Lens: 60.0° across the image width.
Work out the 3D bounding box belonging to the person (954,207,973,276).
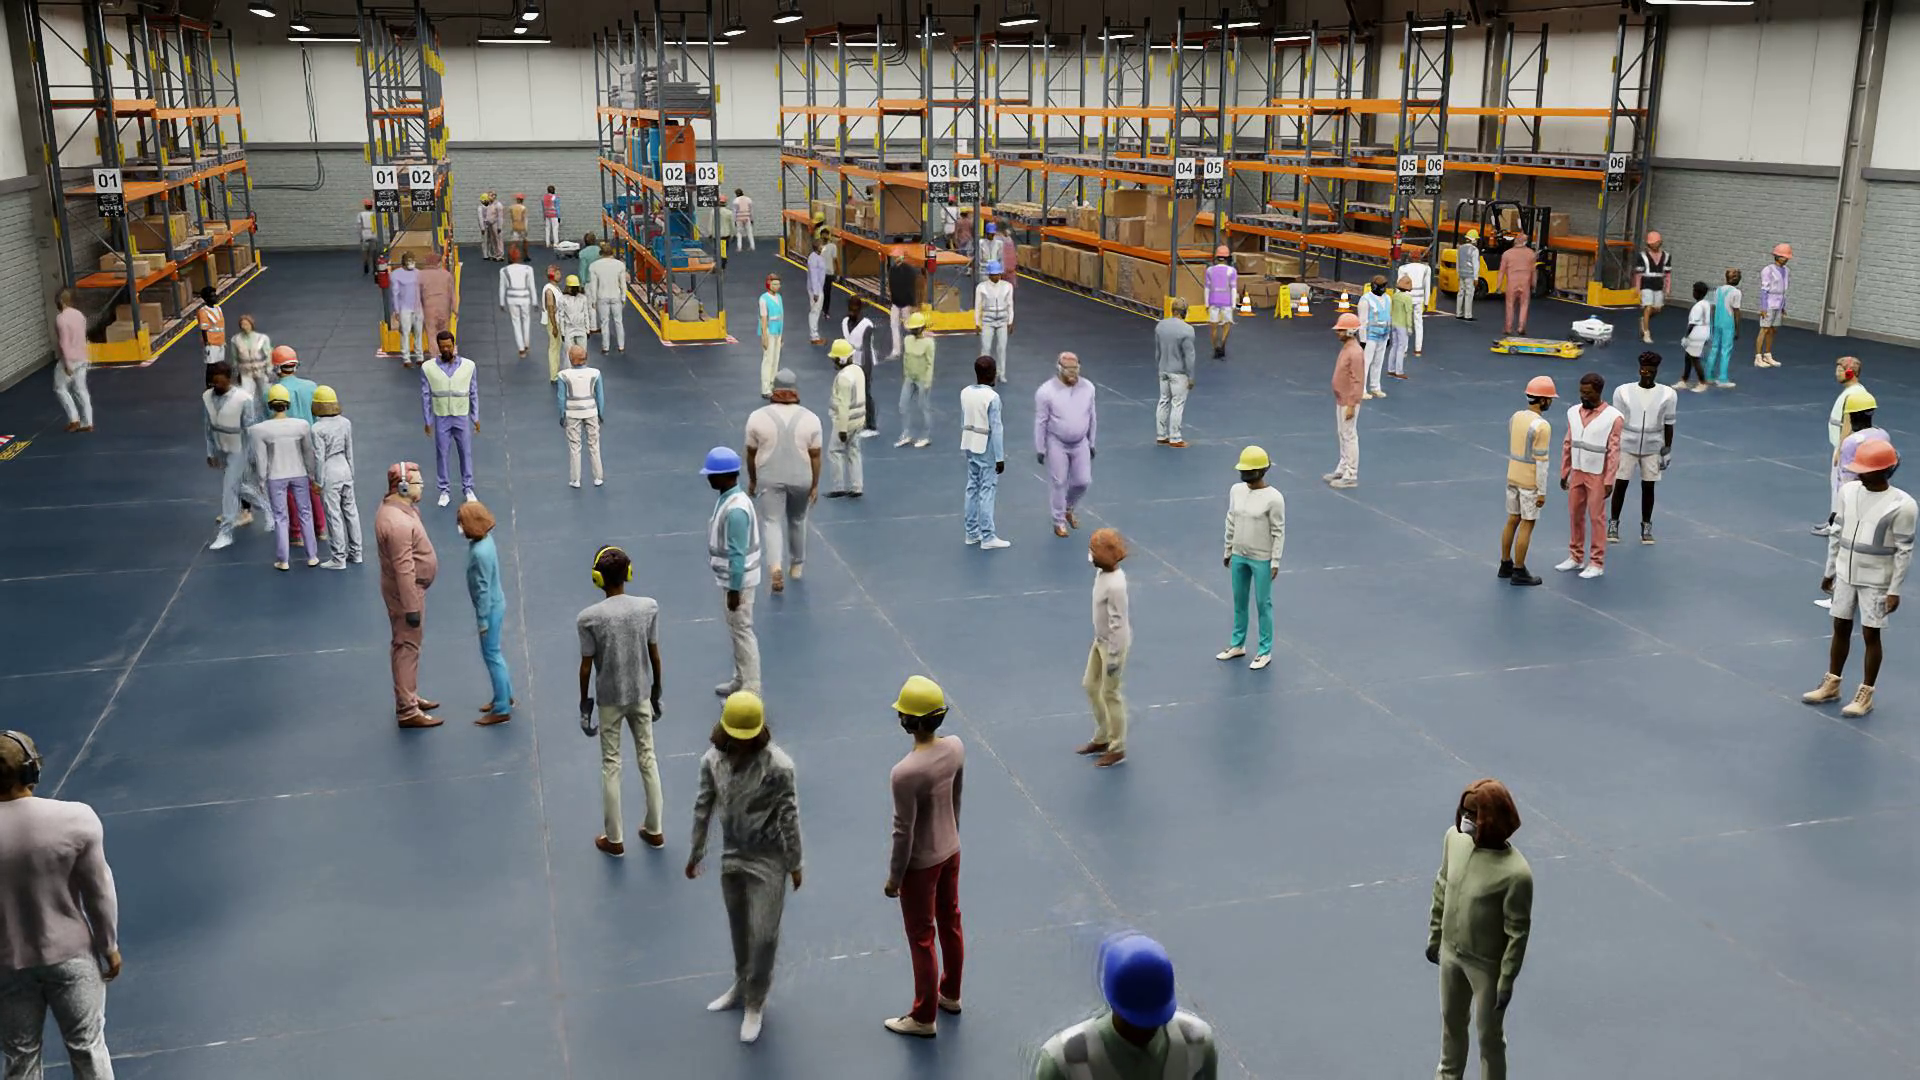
[{"bbox_3d":[0.118,-7.492,41.745,0.533,1.725,0.924,-3,15,-9],"label":"person"}]

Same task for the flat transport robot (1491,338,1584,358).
[{"bbox_3d":[10.070,-3.367,28.997,1.431,0.197,0.652,10,18,33],"label":"flat transport robot"}]

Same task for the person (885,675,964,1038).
[{"bbox_3d":[-0.173,1.489,7.861,0.313,1.769,0.523,10,18,32],"label":"person"}]

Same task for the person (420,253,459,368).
[{"bbox_3d":[-8.686,-3.800,27.611,0.705,1.871,0.666,-6,16,-21],"label":"person"}]

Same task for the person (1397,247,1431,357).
[{"bbox_3d":[7.804,-4.107,28.693,0.583,1.882,0.337,-1,15,-2],"label":"person"}]

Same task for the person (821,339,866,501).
[{"bbox_3d":[-1.296,-1.318,18.323,0.527,1.810,0.634,5,16,17],"label":"person"}]

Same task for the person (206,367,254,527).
[{"bbox_3d":[-7.607,-0.982,17.297,0.320,1.693,0.531,-14,21,-43],"label":"person"}]

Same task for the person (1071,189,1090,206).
[{"bbox_3d":[3.326,-8.787,46.220,0.587,1.927,0.364,8,17,27],"label":"person"}]

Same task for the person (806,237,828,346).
[{"bbox_3d":[-2.578,-4.491,30.032,0.377,1.940,0.629,1,15,2],"label":"person"}]

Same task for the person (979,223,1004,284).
[{"bbox_3d":[0.597,-5.397,33.452,0.597,1.939,0.415,-3,15,-10],"label":"person"}]

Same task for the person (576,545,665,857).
[{"bbox_3d":[-1.978,0.942,9.742,0.516,1.861,0.327,-8,17,-28],"label":"person"}]

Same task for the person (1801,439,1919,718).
[{"bbox_3d":[6.469,0.270,11.939,0.401,2.033,0.605,-7,16,-23],"label":"person"}]

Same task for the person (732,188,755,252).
[{"bbox_3d":[-6.313,-9.299,48.377,0.723,1.816,0.438,-10,18,-33],"label":"person"}]

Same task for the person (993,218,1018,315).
[{"bbox_3d":[0.911,-5.559,33.856,0.584,2.000,0.689,9,18,32],"label":"person"}]

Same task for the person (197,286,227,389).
[{"bbox_3d":[-10.955,-2.881,24.437,0.316,1.695,0.541,1,15,4],"label":"person"}]

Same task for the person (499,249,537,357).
[{"bbox_3d":[-7.679,-4.129,28.869,0.603,1.828,0.976,-5,16,-18],"label":"person"}]

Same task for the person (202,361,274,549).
[{"bbox_3d":[-7.236,-0.897,16.666,0.622,1.869,0.890,6,16,23],"label":"person"}]

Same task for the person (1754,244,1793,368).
[{"bbox_3d":[13.474,-3.872,27.508,0.608,2.042,0.375,-9,17,-30],"label":"person"}]

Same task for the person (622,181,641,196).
[{"bbox_3d":[-9.720,-9.638,49.296,0.611,1.994,0.379,-7,16,-24],"label":"person"}]

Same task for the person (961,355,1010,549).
[{"bbox_3d":[0.223,-0.870,16.444,0.392,1.920,0.592,-11,18,-35],"label":"person"}]

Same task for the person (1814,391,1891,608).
[{"bbox_3d":[7.750,-0.333,14.430,0.589,1.915,0.396,-9,17,-31],"label":"person"}]

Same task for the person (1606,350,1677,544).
[{"bbox_3d":[6.779,-0.923,16.580,0.603,1.957,0.385,5,16,17],"label":"person"}]

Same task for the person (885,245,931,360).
[{"bbox_3d":[-0.911,-4.065,28.395,0.797,1.968,0.631,-13,19,-39],"label":"person"}]

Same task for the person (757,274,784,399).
[{"bbox_3d":[-2.805,-3.022,24.688,0.373,1.840,0.572,5,16,18],"label":"person"}]

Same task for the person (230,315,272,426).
[{"bbox_3d":[-9.329,-2.170,21.964,0.509,1.590,0.882,-4,15,-14],"label":"person"}]

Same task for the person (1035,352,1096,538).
[{"bbox_3d":[1.089,-0.960,16.824,0.672,1.894,0.418,-5,16,-17],"label":"person"}]

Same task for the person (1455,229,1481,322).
[{"bbox_3d":[10.144,-5.262,33.138,0.404,1.830,0.600,-6,16,-20],"label":"person"}]

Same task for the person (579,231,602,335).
[{"bbox_3d":[-6.912,-4.841,31.372,0.370,1.932,0.636,11,18,36],"label":"person"}]

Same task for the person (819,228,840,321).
[{"bbox_3d":[-2.712,-5.397,33.663,0.537,1.835,0.928,-3,15,-13],"label":"person"}]

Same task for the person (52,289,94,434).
[{"bbox_3d":[-11.810,-2.359,22.067,0.531,1.911,0.660,0,15,0],"label":"person"}]

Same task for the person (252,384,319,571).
[{"bbox_3d":[-6.344,-0.586,15.670,0.525,1.769,0.315,-9,17,-29],"label":"person"}]

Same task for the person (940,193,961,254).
[{"bbox_3d":[-0.239,-8.176,43.926,0.558,1.926,0.630,-2,15,-9],"label":"person"}]

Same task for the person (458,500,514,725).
[{"bbox_3d":[-3.375,0.507,11.843,0.291,1.626,0.495,-4,15,-16],"label":"person"}]

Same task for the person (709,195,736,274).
[{"bbox_3d":[-6.015,-7.790,42.399,0.659,1.950,0.979,2,15,8],"label":"person"}]

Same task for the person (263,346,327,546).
[{"bbox_3d":[-6.624,-0.937,16.549,0.379,1.996,0.611,9,18,32],"label":"person"}]

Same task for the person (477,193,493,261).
[{"bbox_3d":[-12.967,-8.564,45.569,0.404,1.829,0.599,2,15,7],"label":"person"}]

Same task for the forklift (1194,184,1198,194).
[{"bbox_3d":[7.392,-11.333,53.972,1.873,2.768,1.129,-4,15,-15],"label":"forklift"}]

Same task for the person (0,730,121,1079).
[{"bbox_3d":[-3.746,1.696,6.757,0.627,1.936,0.375,-5,16,-18],"label":"person"}]

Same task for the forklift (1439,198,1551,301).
[{"bbox_3d":[11.913,-6.508,37.130,2.313,2.155,1.214,-4,15,-15],"label":"forklift"}]
